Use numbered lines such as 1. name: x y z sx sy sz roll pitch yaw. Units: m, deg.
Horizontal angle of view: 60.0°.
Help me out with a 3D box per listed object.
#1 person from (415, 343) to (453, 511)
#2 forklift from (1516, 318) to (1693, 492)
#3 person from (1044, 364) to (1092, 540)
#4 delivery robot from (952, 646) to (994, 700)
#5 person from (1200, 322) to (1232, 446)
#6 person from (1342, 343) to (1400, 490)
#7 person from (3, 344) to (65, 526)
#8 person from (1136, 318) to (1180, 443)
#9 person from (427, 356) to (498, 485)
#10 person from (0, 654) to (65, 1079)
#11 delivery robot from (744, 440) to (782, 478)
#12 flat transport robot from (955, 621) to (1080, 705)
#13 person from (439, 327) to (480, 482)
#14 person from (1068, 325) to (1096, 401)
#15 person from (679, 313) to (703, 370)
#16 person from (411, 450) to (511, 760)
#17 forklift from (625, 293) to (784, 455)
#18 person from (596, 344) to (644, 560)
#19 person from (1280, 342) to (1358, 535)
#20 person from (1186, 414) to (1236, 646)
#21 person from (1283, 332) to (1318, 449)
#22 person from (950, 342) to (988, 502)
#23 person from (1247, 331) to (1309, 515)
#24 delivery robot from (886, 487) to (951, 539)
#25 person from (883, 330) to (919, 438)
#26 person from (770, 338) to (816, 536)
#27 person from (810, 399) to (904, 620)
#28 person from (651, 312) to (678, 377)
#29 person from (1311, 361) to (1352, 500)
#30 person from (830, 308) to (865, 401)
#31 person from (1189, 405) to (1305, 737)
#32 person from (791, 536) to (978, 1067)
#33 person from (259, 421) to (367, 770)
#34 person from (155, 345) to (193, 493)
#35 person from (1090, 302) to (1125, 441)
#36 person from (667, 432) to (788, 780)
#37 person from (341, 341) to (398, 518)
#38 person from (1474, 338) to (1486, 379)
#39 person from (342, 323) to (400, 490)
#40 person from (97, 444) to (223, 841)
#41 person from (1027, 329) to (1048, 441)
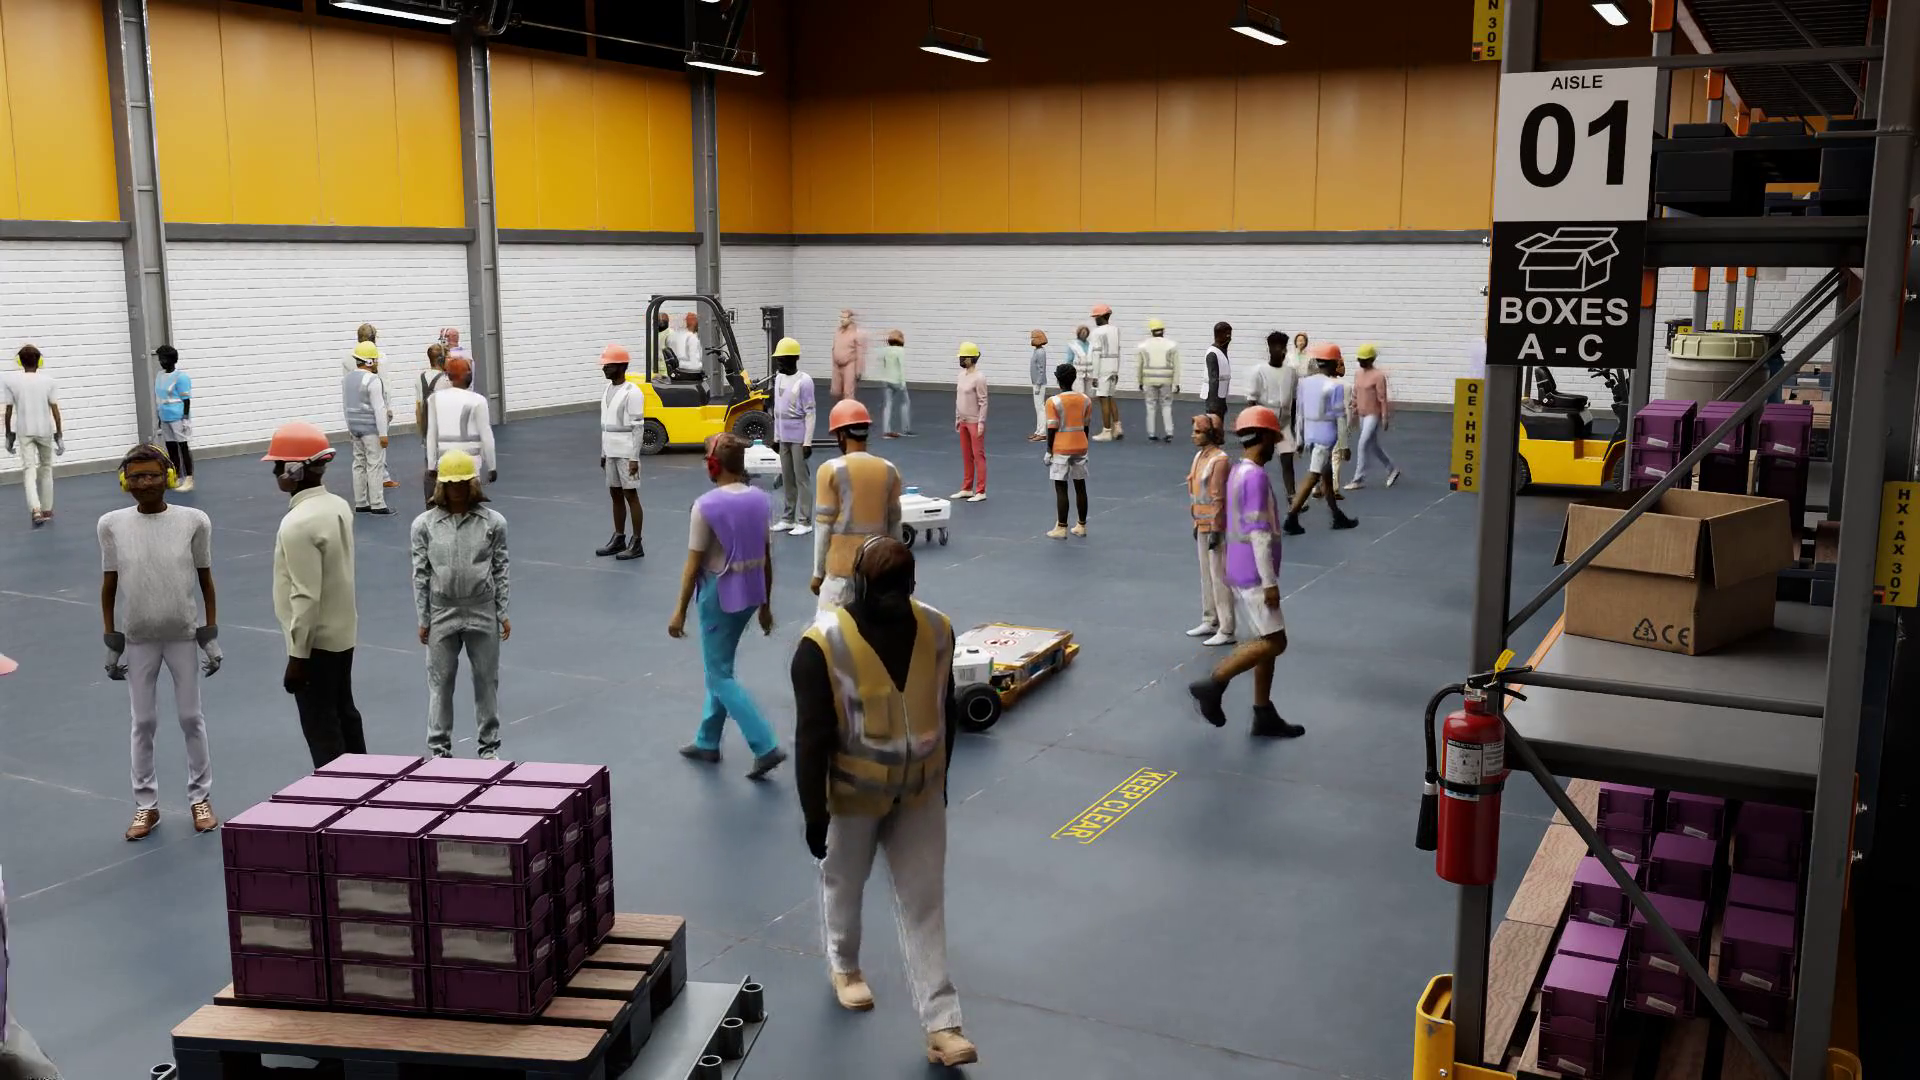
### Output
1. person: -5.230 -1.054 16.757 0.515 1.839 0.327 4 11 21
2. forklift: 7.066 -1.601 18.899 2.313 2.155 1.214 5 11 27
3. person: 1.034 -0.848 15.990 0.534 1.692 0.322 -6 12 -33
4. delivery robot: -0.176 0.766 9.667 0.707 0.478 0.477 -3 10 -16
5. person: 3.137 -1.705 20.314 0.393 1.916 0.591 3 10 18
6. person: 4.856 -1.450 19.421 0.814 1.723 0.566 -4 10 -21
7. person: -9.401 -1.069 16.872 0.530 1.836 0.918 -5 11 -27
8. person: 2.861 -2.295 24.014 0.620 1.812 0.422 1 10 8
9. person: -4.249 -0.659 14.394 0.576 1.862 0.708 4 11 21
10. person: -2.202 1.102 3.721 0.524 2.029 0.636 -3 10 -15
11. delivery robot: -2.364 -0.934 19.508 0.707 0.478 0.477 -1 10 -3
12. flat transport robot: 0.239 0.771 10.732 0.652 0.197 1.431 4 11 22
13. person: -5.856 -1.518 19.317 0.411 1.894 0.660 2 10 10
14. person: 1.926 -2.594 26.284 0.513 1.627 0.594 -3 10 -18
15. person: -4.108 -2.481 24.975 0.768 1.862 0.584 -6 12 -32
16. person: -2.571 0.398 8.628 0.487 1.744 0.313 -3 10 -19
17. forklift: -3.588 -2.317 23.042 2.313 2.155 1.214 -1 10 -5
18. person: -3.063 -0.791 14.949 0.543 1.939 0.360 9 13 43
19. person: 3.537 -0.995 16.301 1.010 1.889 0.562 -5 11 -27
20. person: 1.771 -0.078 11.735 0.321 1.630 0.513 -2 10 -13
21. person: 4.767 -2.100 23.398 0.513 1.639 0.311 1 10 6
22. person: 0.110 -1.304 18.416 0.324 1.769 0.523 -6 11 -31
23. person: 3.319 -1.200 17.351 0.630 1.919 0.958 -3 10 -17
24. delivery robot: -0.442 -0.253 15.564 0.707 0.478 0.477 -6 11 -30
25. person: -0.903 -2.320 24.749 0.678 1.596 0.568 -9 13 -43
26. person: -1.640 -1.008 16.238 0.382 1.928 0.587 -8 13 -39
27. person: -0.608 0.168 9.495 0.770 1.908 0.585 -8 13 -40
28. person: -4.562 -2.588 25.644 0.430 1.841 0.623 -6 12 -32
29. person: 4.128 -1.251 18.526 0.493 1.624 0.280 8 12 37
30. person: -1.740 -2.687 26.064 0.666 1.891 0.498 9 13 41
31. person: 1.663 0.195 9.419 0.608 1.886 0.577 1 10 8
32. person: -0.263 0.874 5.753 0.642 1.788 0.976 -5 11 -25
33. person: -2.943 0.452 7.592 0.390 1.992 0.624 0 10 -2
34. person: -9.049 -1.392 19.171 0.557 1.699 0.400 5 11 28
35. person: 2.138 -2.449 24.307 0.533 2.030 0.630 7 12 37
36. person: -1.223 0.340 8.737 0.806 1.816 0.579 6 11 29
37. person: -6.162 -1.152 17.350 0.601 1.830 0.403 7 12 35
38. person: 7.002 -1.925 21.621 0.867 1.909 0.634 -4 10 -20
39. person: -6.837 -1.540 19.290 0.630 1.938 0.372 4 11 22
40. person: -3.763 0.477 7.839 0.520 1.861 0.326 -4 10 -21
41. person: 1.137 -2.260 24.335 0.285 1.633 0.497 -1 10 -3
